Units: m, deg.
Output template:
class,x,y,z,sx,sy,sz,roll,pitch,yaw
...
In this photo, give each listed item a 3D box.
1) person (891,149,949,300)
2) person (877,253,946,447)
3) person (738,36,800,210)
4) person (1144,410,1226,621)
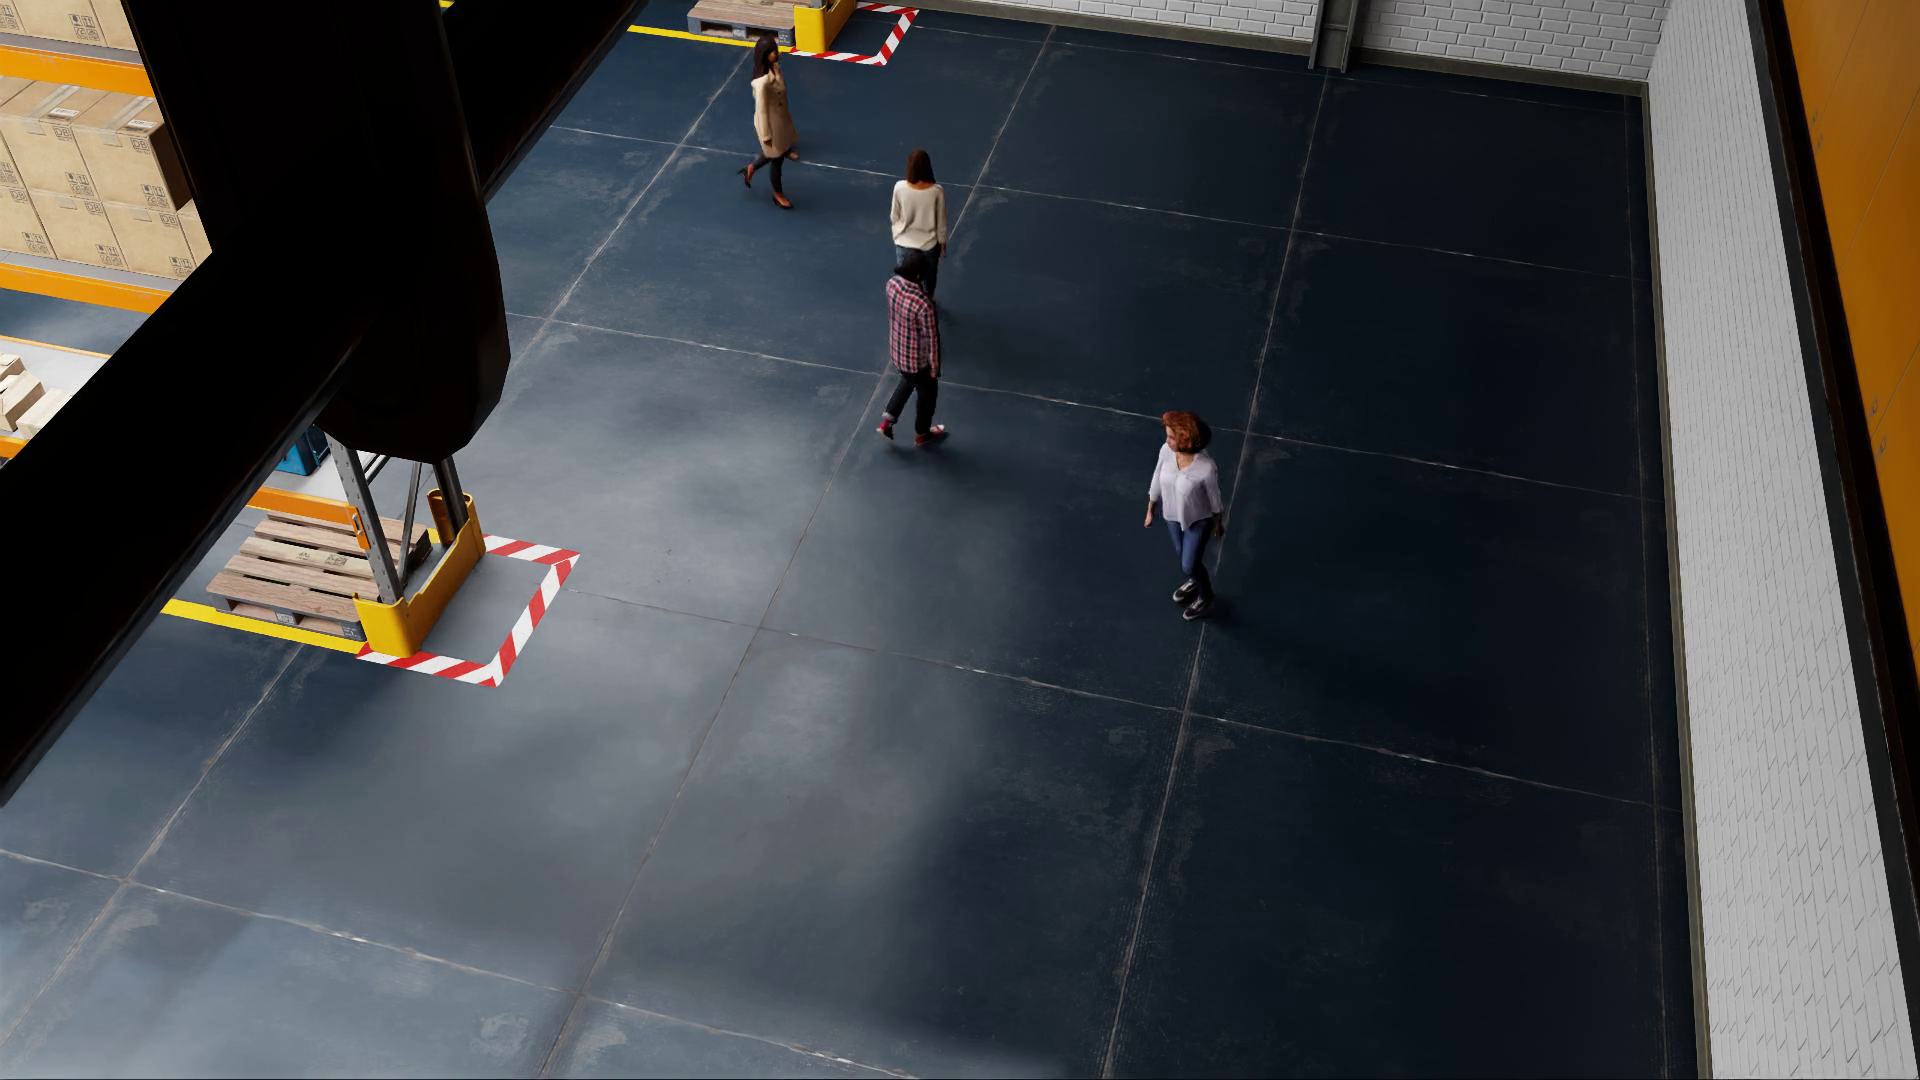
class,x,y,z,sx,sy,sz,roll,pitch,yaw
person,-0.355,-2.365,13.566,1.043,1.643,0.825,3,44,3
person,-0.396,-1.388,12.465,0.964,1.748,0.916,-34,53,-31
person,-1.789,-3.756,15.007,0.796,1.670,0.654,11,45,11
person,1.614,-0.201,11.272,0.789,1.675,0.870,26,50,25
